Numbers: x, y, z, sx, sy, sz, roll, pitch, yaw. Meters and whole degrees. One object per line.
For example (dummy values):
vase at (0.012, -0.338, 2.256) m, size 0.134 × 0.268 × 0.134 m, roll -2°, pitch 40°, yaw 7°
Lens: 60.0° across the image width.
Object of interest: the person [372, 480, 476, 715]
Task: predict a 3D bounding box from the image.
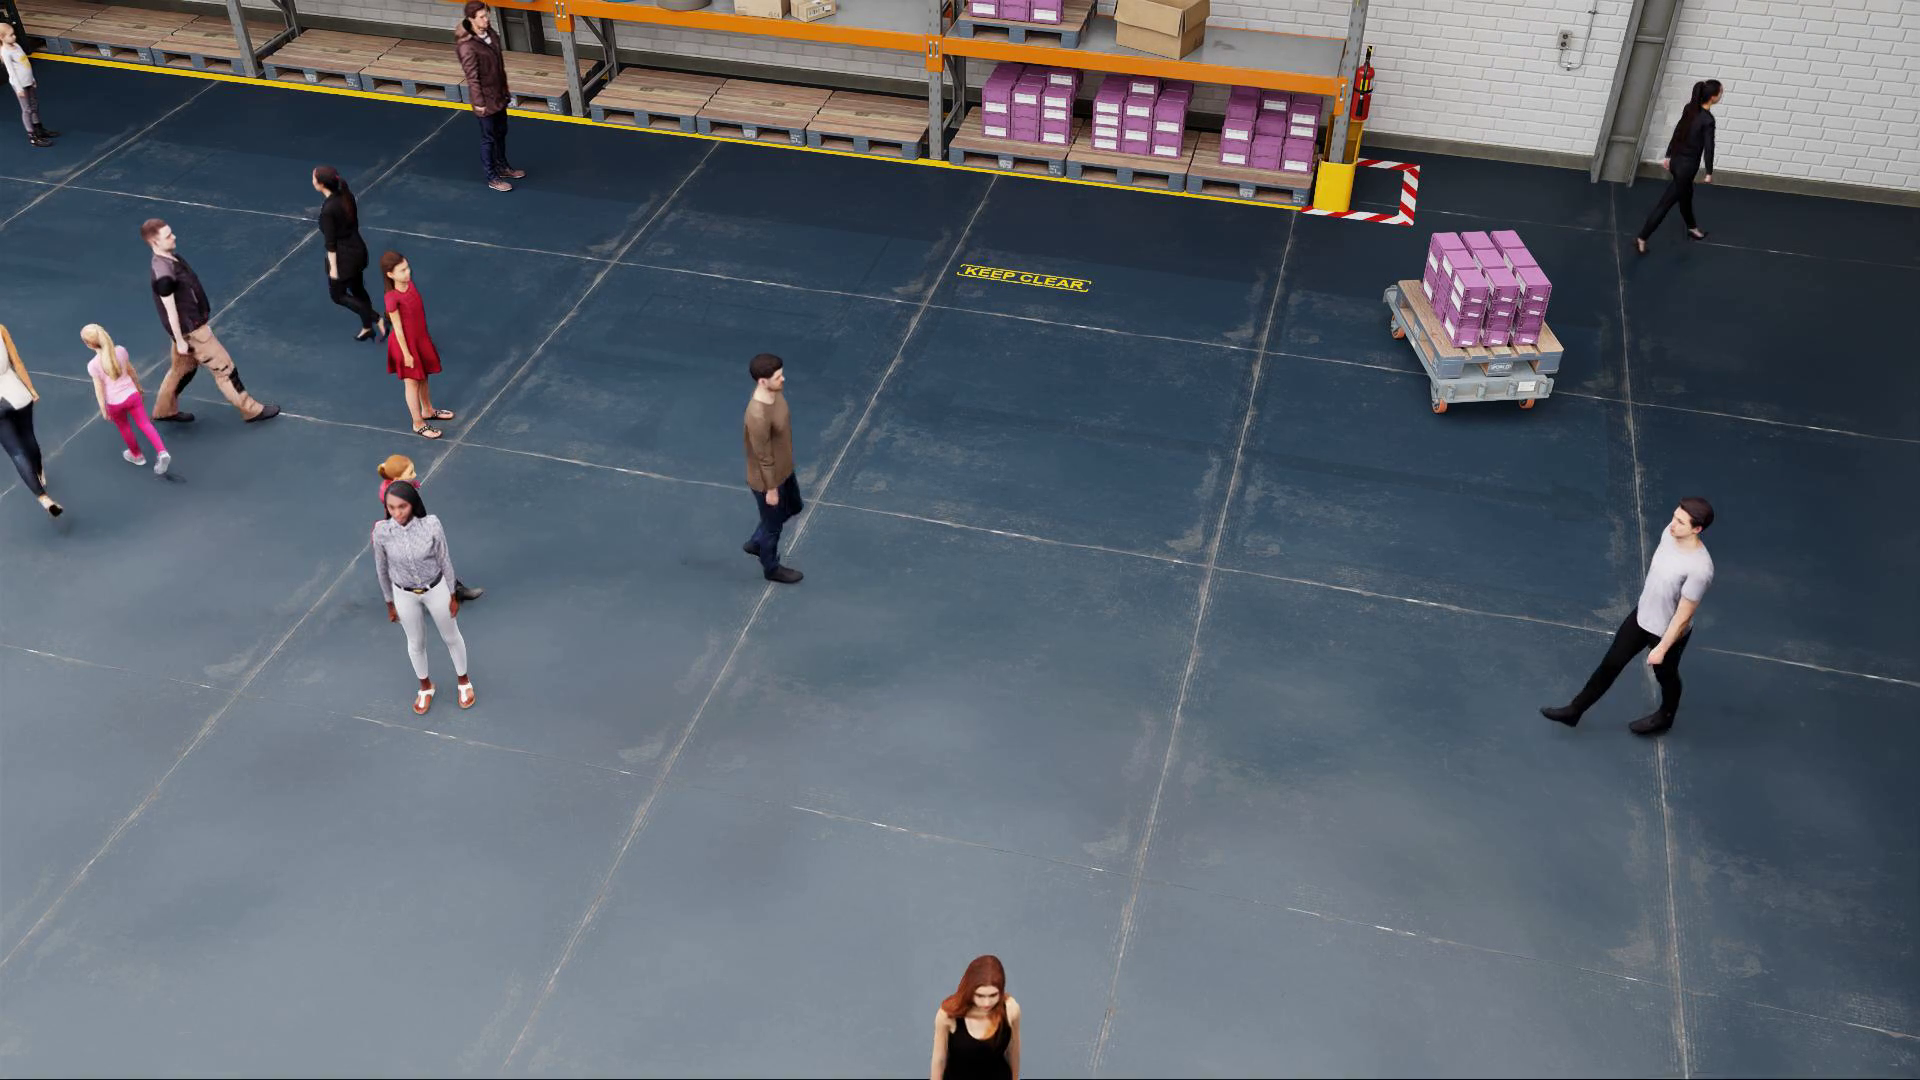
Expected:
person at (-3.354, 0.345, 10.386) m, size 0.599 × 1.724 × 0.727 m, roll -6°, pitch 39°, yaw -8°

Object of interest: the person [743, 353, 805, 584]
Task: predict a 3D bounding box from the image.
person at (-1.365, -0.476, 11.293) m, size 0.722 × 1.875 × 0.703 m, roll 3°, pitch 39°, yaw 4°

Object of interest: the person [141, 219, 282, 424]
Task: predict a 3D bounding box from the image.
person at (-6.035, -1.618, 12.783) m, size 1.279 × 1.800 × 1.120 m, roll -13°, pitch 40°, yaw -15°

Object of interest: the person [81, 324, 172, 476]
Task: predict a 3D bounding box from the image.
person at (-6.253, -1.051, 12.511) m, size 0.897 × 1.254 × 0.697 m, roll 23°, pitch 44°, yaw 26°

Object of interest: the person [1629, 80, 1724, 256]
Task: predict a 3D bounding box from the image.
person at (6.448, -3.314, 15.015) m, size 1.113 × 1.665 × 0.878 m, roll -6°, pitch 39°, yaw -8°

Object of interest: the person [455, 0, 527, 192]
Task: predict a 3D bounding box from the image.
person at (-4.581, -4.335, 16.147) m, size 0.631 × 1.847 × 0.736 m, roll 10°, pitch 40°, yaw 13°

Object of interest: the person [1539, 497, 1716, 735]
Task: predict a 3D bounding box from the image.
person at (4.340, 0.516, 10.090) m, size 1.241 × 1.826 × 1.006 m, roll -6°, pitch 39°, yaw -7°

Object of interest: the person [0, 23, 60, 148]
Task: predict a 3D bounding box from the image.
person at (-9.618, -4.680, 17.036) m, size 0.566 × 1.277 × 0.547 m, roll -3°, pitch 39°, yaw -3°

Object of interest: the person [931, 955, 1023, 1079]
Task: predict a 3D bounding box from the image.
person at (0.066, 2.451, 7.755) m, size 0.924 × 1.716 × 0.827 m, roll -3°, pitch 39°, yaw -4°

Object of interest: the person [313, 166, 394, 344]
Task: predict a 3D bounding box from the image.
person at (-4.998, -2.310, 13.771) m, size 0.722 × 1.649 × 0.643 m, roll 6°, pitch 39°, yaw 8°

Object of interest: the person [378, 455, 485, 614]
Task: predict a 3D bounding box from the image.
person at (-3.744, -0.006, 11.170) m, size 0.862 × 1.293 × 0.651 m, roll -1°, pitch 39°, yaw -1°

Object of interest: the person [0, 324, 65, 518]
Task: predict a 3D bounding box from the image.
person at (-6.858, -0.935, 11.967) m, size 1.019 × 1.750 × 1.169 m, roll -27°, pitch 46°, yaw -30°

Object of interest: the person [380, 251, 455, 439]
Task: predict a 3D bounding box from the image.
person at (-4.258, -1.538, 12.881) m, size 0.622 × 1.553 × 0.561 m, roll 6°, pitch 39°, yaw 7°
